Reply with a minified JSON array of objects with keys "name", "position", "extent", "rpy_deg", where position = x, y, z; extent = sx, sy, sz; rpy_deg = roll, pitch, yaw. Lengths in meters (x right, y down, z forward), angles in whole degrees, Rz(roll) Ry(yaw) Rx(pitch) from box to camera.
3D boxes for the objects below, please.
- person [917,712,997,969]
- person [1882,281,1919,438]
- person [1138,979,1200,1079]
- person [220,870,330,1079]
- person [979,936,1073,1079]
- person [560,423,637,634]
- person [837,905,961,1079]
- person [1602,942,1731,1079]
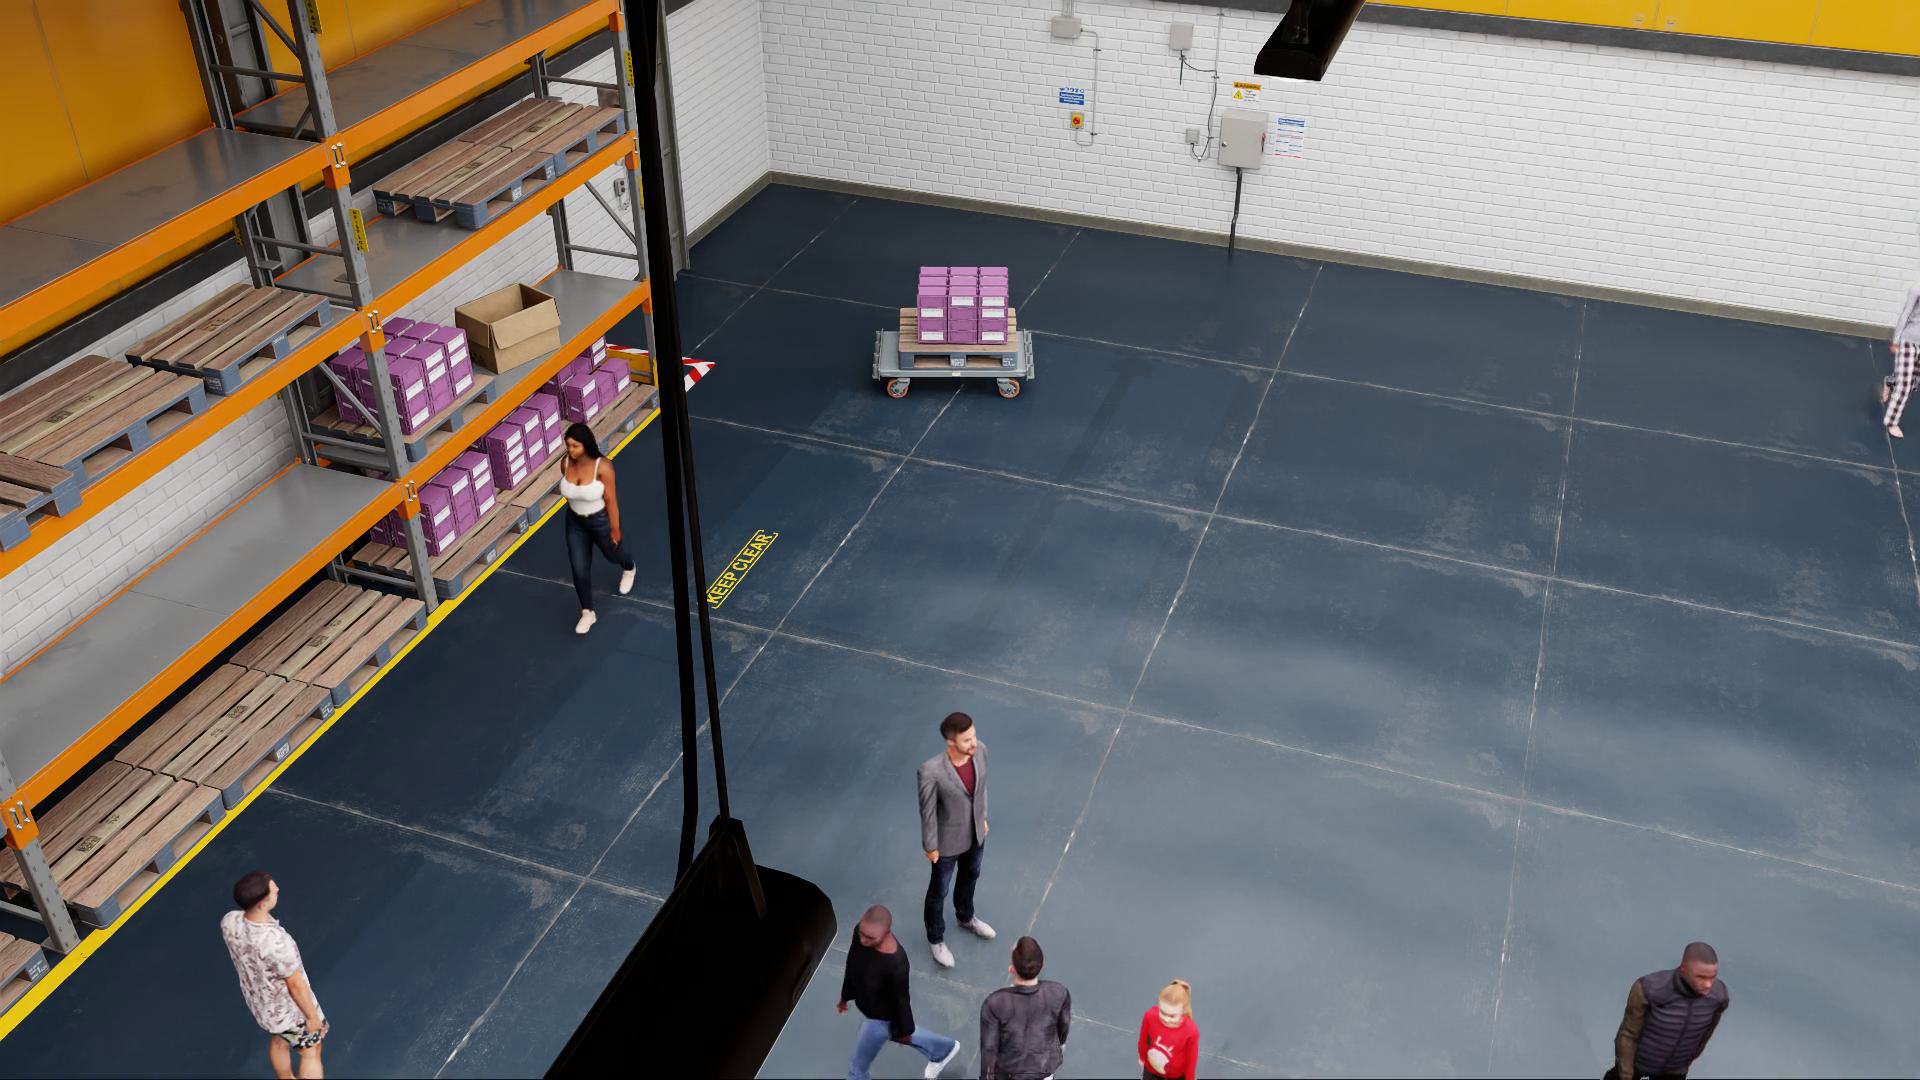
[{"name":"person","position":[-0.023,1.831,10.415],"extent":[0.718,1.876,0.839],"rpy_deg":[-26,42,-33]},{"name":"person","position":[9.289,-1.954,16.153],"extent":[0.813,1.827,1.067],"rpy_deg":[2,34,4]},{"name":"person","position":[1.188,2.909,9.349],"extent":[0.486,1.259,0.915],"rpy_deg":[12,35,17]},{"name":"person","position":[-3.840,2.572,9.359],"extent":[0.708,1.811,0.627],"rpy_deg":[18,38,25]},{"name":"person","position":[0.368,2.898,8.873],"extent":[1.073,1.805,1.253],"rpy_deg":[-7,34,-11]},{"name":"person","position":[-2.932,-0.176,13.524],"extent":[0.692,1.776,1.150],"rpy_deg":[9,35,13]},{"name":"person","position":[-0.378,2.615,9.391],"extent":[1.230,1.703,1.091],"rpy_deg":[-17,37,-24]},{"name":"person","position":[3.751,2.774,9.086],"extent":[0.911,1.776,1.277],"rpy_deg":[2,34,4]}]
